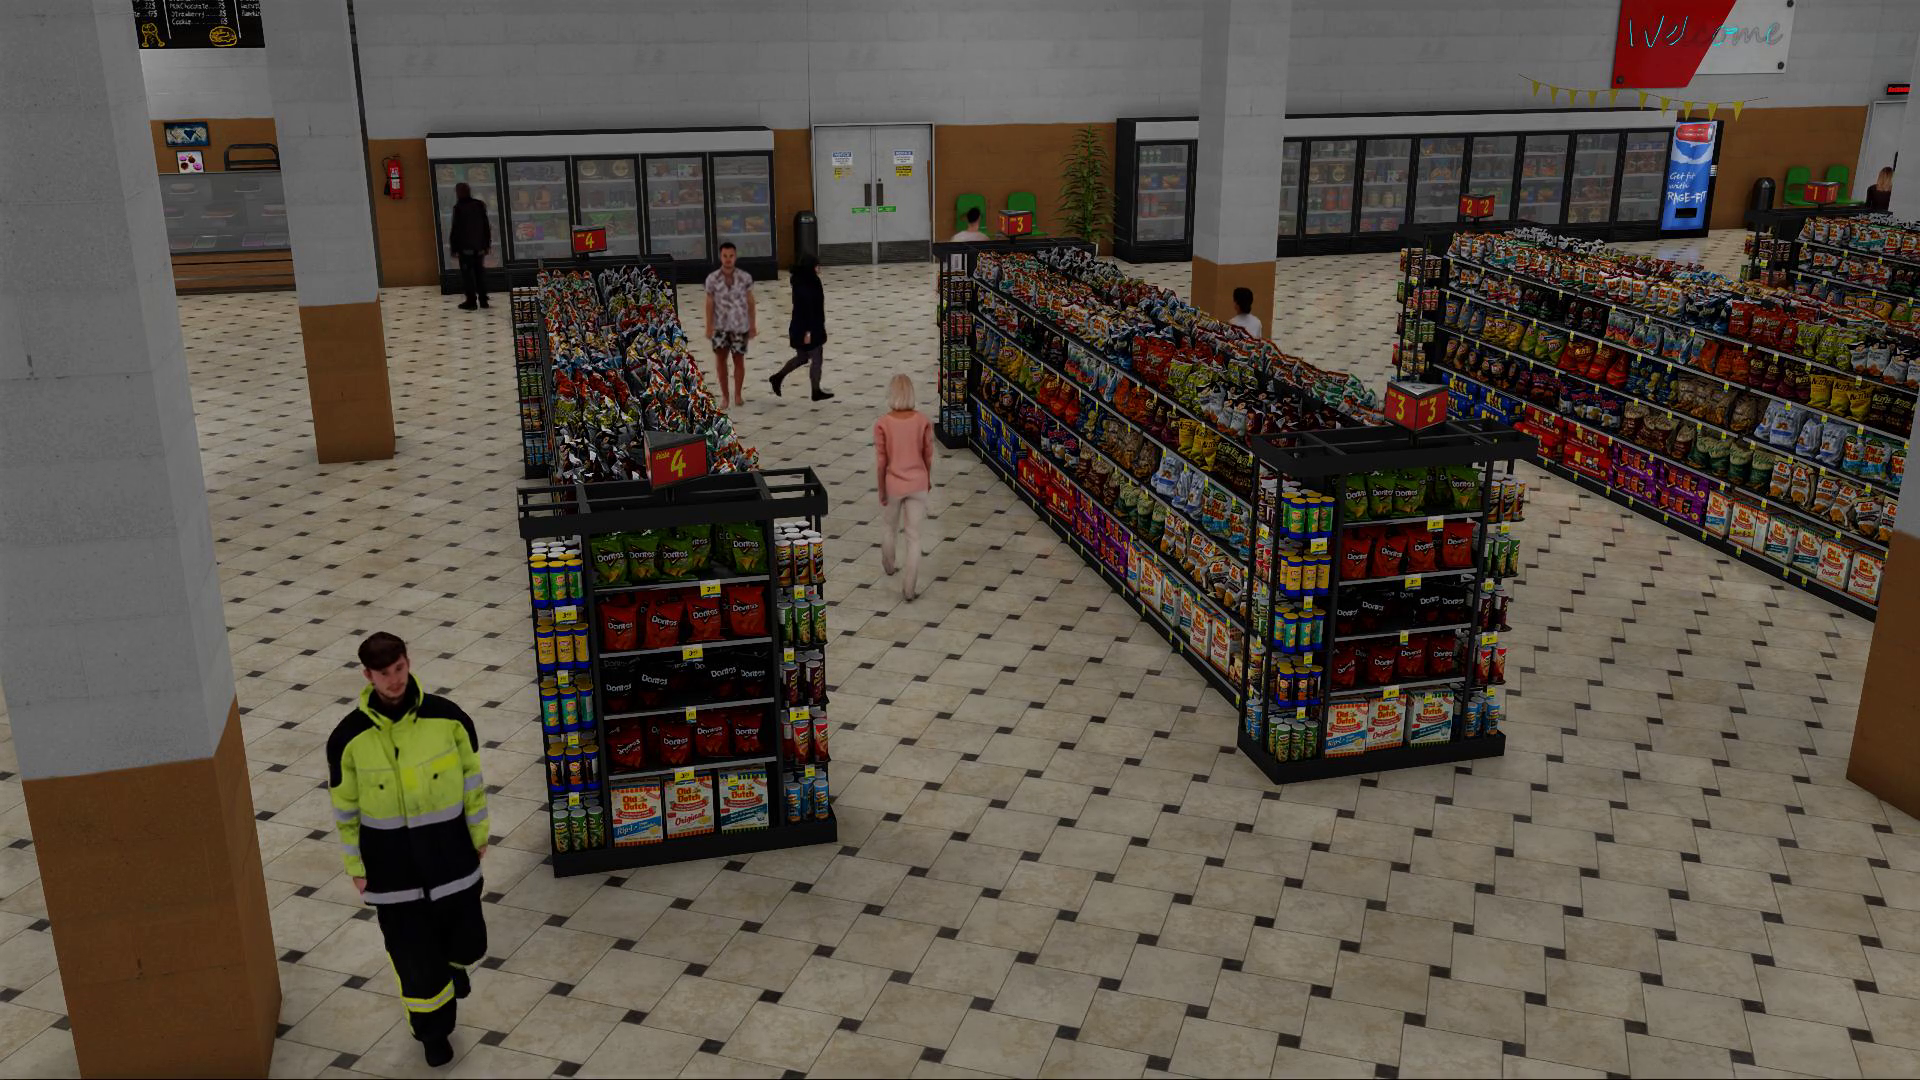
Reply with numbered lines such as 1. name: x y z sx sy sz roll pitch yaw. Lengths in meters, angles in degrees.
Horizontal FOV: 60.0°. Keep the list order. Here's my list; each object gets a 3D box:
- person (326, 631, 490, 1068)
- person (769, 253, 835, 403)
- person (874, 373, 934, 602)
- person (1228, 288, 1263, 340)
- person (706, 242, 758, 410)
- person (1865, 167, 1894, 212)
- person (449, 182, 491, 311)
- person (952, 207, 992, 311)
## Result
1. person: -2.349 1.278 7.194 0.870 1.972 0.939 -9 21 -24
2. person: -1.769 -2.327 18.376 0.760 1.659 0.903 -6 20 -18
3. person: -0.403 -0.374 12.534 0.718 1.691 1.046 -2 19 -4
4. person: 2.702 -1.537 15.941 0.803 1.717 0.952 -12 22 -31
5. person: -2.531 -2.382 18.322 0.725 1.797 0.716 -4 19 -11
6. person: 14.597 -5.072 26.446 0.627 1.704 0.722 14 23 36
7. person: -6.948 -4.188 23.647 0.835 1.818 0.806 -12 22 -32
8. person: 0.122 -3.225 20.772 0.872 1.831 0.948 5 19 14
